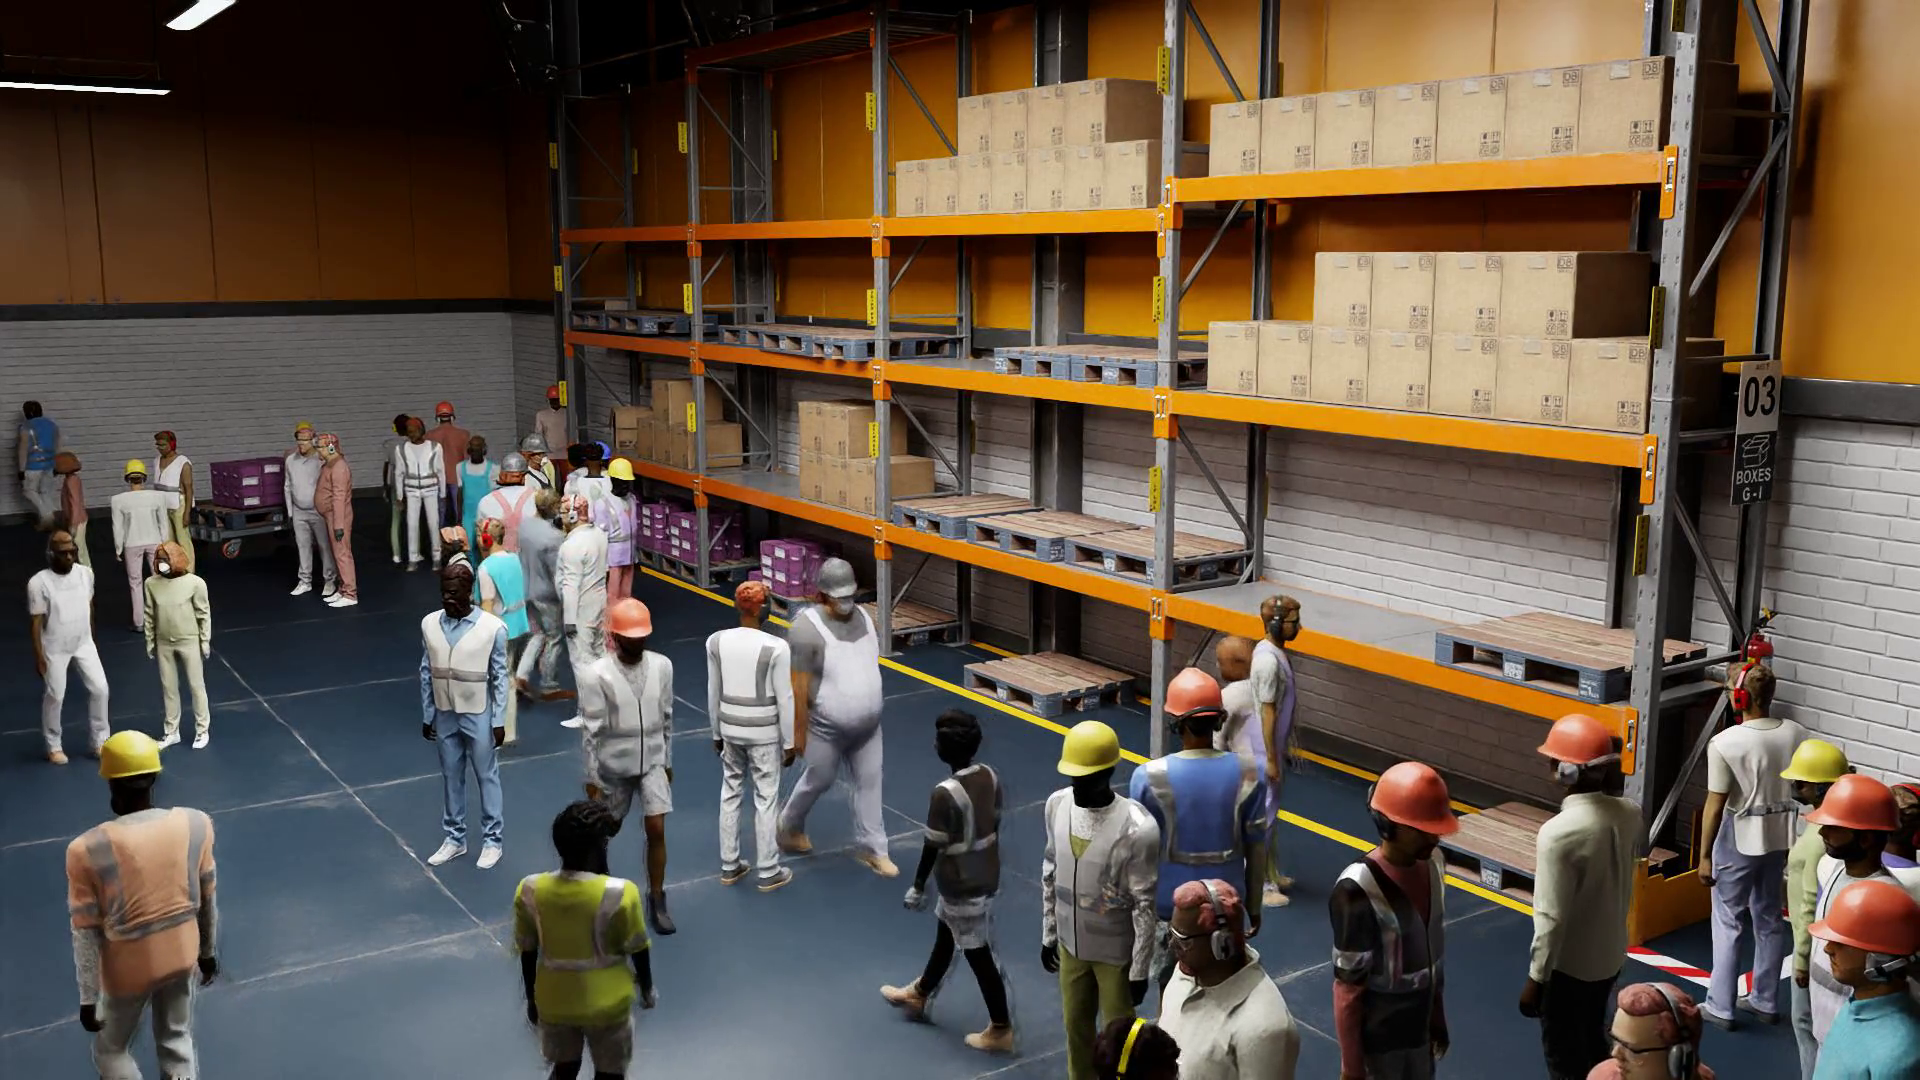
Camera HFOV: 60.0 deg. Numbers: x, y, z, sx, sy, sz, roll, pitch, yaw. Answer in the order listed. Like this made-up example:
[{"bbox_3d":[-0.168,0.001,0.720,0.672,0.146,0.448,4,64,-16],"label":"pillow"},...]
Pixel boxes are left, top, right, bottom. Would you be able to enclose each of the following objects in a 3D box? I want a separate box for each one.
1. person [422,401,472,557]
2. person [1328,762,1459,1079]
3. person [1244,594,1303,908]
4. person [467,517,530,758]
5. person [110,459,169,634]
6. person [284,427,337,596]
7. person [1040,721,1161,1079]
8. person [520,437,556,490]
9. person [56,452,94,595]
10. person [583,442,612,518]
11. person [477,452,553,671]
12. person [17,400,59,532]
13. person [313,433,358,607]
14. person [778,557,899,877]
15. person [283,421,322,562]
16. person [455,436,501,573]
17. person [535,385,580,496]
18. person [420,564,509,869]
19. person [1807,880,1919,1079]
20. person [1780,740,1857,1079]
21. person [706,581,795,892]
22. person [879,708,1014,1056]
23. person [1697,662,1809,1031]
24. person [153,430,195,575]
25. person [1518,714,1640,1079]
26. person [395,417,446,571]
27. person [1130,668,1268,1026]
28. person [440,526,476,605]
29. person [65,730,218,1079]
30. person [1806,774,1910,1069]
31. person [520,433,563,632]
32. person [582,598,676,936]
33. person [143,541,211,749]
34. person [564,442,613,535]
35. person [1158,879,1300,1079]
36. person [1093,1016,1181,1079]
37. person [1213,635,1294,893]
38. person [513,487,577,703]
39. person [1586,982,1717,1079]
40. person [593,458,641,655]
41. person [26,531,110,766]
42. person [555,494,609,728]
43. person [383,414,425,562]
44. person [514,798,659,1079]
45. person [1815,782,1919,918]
[{"bbox_3d":[-6.510,-0.771,21.147,0.631,1.981,0.433,-2,10,-9],"label":"person"},{"bbox_3d":[1.590,1.775,6.038,0.619,2.028,0.409,-9,13,-43],"label":"person"},{"bbox_3d":[1.830,1.224,9.809,0.328,1.842,0.513,2,10,10],"label":"person"},{"bbox_3d":[-3.539,0.740,12.696,0.477,1.829,0.616,2,10,10],"label":"person"},{"bbox_3d":[-8.291,0.063,16.850,0.526,1.769,0.328,-7,12,-35],"label":"person"},{"bbox_3d":[-7.273,-0.315,18.658,0.643,1.910,0.400,1,10,8],"label":"person"},{"bbox_3d":[0.561,1.678,6.932,0.587,1.920,0.397,9,13,44],"label":"person"},{"bbox_3d":[-4.699,-0.243,18.470,0.430,1.837,0.629,1,10,5],"label":"person"},{"bbox_3d":[-9.926,-0.177,18.649,0.266,1.632,0.507,-5,11,-26],"label":"person"},{"bbox_3d":[-3.592,-0.023,16.821,0.403,1.948,0.605,2,10,14],"label":"person"},{"bbox_3d":[-4.044,0.198,15.259,0.673,2.000,0.536,-1,10,-8],"label":"person"},{"bbox_3d":[-12.780,-1.028,23.057,0.429,1.836,0.653,3,10,17],"label":"person"},{"bbox_3d":[-6.829,-0.221,18.150,0.399,1.899,0.635,-4,11,-24],"label":"person"},{"bbox_3d":[-0.799,1.036,10.340,0.684,2.000,0.918,-9,13,-41],"label":"person"},{"bbox_3d":[-8.118,-0.594,20.709,0.523,1.769,0.322,-1,10,-6],"label":"person"},{"bbox_3d":[-5.380,-0.256,18.556,0.541,1.823,0.481,0,10,0],"label":"person"},{"bbox_3d":[-5.718,-1.207,23.632,0.623,1.993,0.384,-3,10,-14],"label":"person"},{"bbox_3d":[-3.087,1.087,10.396,0.591,1.919,0.392,2,10,13],"label":"person"},{"bbox_3d":[2.671,1.975,4.961,0.381,1.994,0.622,3,10,19],"label":"person"},{"bbox_3d":[3.668,1.719,7.168,0.340,1.761,0.528,7,12,36],"label":"person"},{"bbox_3d":[-1.249,1.174,10.005,0.579,1.879,0.342,4,11,23],"label":"person"},{"bbox_3d":[-0.087,1.623,8.000,0.851,1.658,0.545,4,10,23],"label":"person"},{"bbox_3d":[3.874,1.510,8.159,0.561,1.836,0.395,-3,10,-18],"label":"person"},{"bbox_3d":[-8.964,-0.337,18.986,0.565,1.840,0.390,5,11,25],"label":"person"},{"bbox_3d":[2.511,1.699,6.709,0.635,1.999,0.573,-8,12,-39],"label":"person"},{"bbox_3d":[-6.539,-0.554,20.169,0.593,1.879,0.376,-1,10,-9],"label":"person"},{"bbox_3d":[1.025,1.563,7.273,0.607,2.036,0.412,-1,10,-4],"label":"person"},{"bbox_3d":[-4.066,0.687,13.585,0.314,1.634,0.517,-3,10,-19],"label":"person"},{"bbox_3d":[-3.310,1.708,6.769,0.409,1.910,0.602,8,13,39],"label":"person"},{"bbox_3d":[3.262,1.804,6.131,0.376,1.939,0.547,2,10,12],"label":"person"},{"bbox_3d":[-4.294,-0.087,16.930,0.535,2.000,0.680,0,10,-3],"label":"person"},{"bbox_3d":[-1.924,1.239,9.562,0.554,1.908,0.912,-6,11,-32],"label":"person"},{"bbox_3d":[-6.041,0.811,12.851,0.506,1.632,0.268,0,10,2],"label":"person"},{"bbox_3d":[-3.655,-0.004,16.699,0.599,1.958,0.378,-2,10,-13],"label":"person"},{"bbox_3d":[0.784,1.980,5.236,0.402,1.895,0.652,-3,10,-18],"label":"person"},{"bbox_3d":[0.415,2.129,4.576,0.652,1.832,0.588,-1,10,-6],"label":"person"},{"bbox_3d":[1.712,1.330,9.889,0.573,1.594,0.448,-8,13,-40],"label":"person"},{"bbox_3d":[-3.525,0.488,14.001,0.535,1.900,0.712,-9,13,-41],"label":"person"},{"bbox_3d":[1.855,2.103,4.507,0.395,1.900,0.654,-3,10,-19],"label":"person"},{"bbox_3d":[-3.200,0.182,15.686,0.381,1.923,0.591,4,10,23],"label":"person"},{"bbox_3d":[-6.631,0.816,12.354,0.722,1.798,0.525,6,11,32],"label":"person"},{"bbox_3d":[-3.081,0.569,13.514,0.397,1.898,0.644,2,10,10],"label":"person"},{"bbox_3d":[-6.922,-0.642,20.761,0.521,1.851,0.385,0,10,-1],"label":"person"},{"bbox_3d":[-1.489,1.841,6.681,0.551,1.684,0.420,2,10,13],"label":"person"},{"bbox_3d":[3.490,1.819,6.307,0.392,1.847,0.563,-5,11,-29],"label":"person"}]
